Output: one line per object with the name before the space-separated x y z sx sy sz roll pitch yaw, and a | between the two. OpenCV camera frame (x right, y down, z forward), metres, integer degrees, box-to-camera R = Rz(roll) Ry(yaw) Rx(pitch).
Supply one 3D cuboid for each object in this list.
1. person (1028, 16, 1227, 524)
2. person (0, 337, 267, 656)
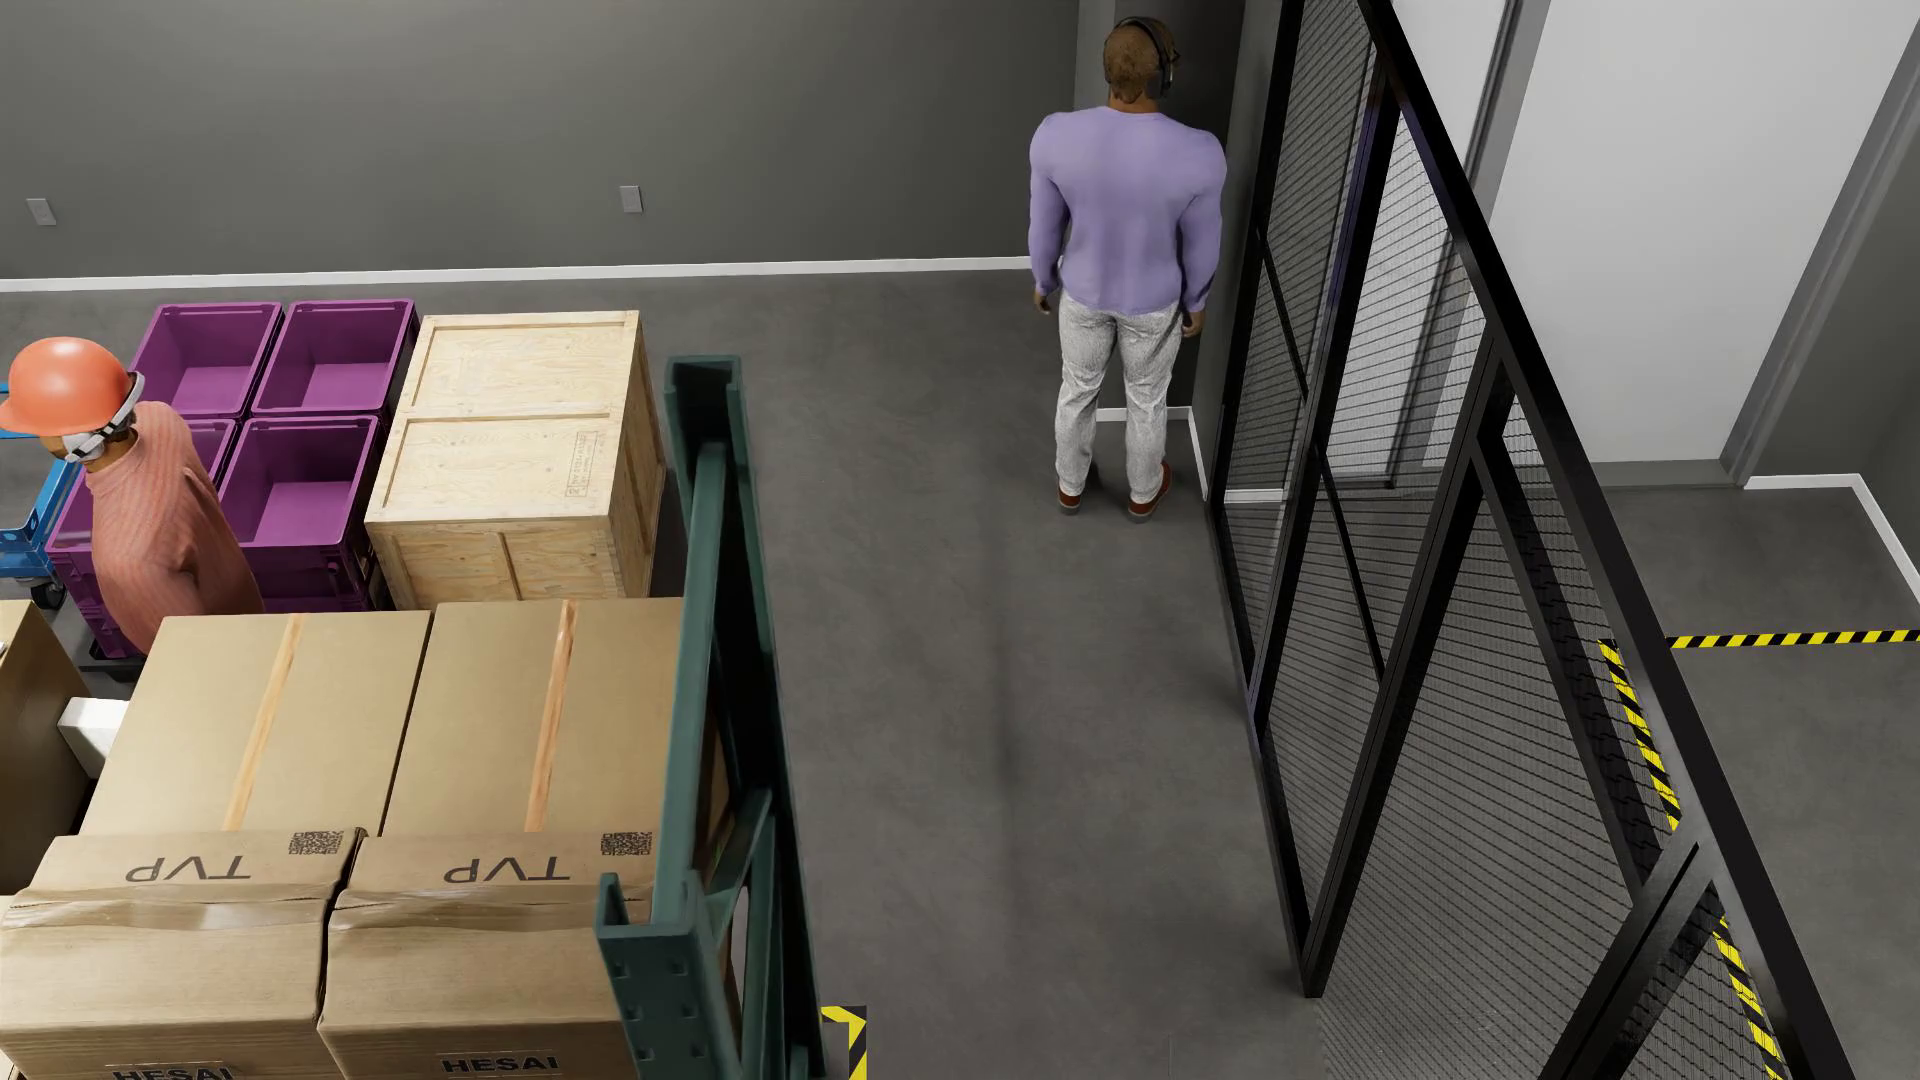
person | 0.533 -0.836 5.556 0.627 1.938 0.374 11 47 10
person | -2.045 0.251 4.478 0.381 1.994 0.619 -12 48 -11
